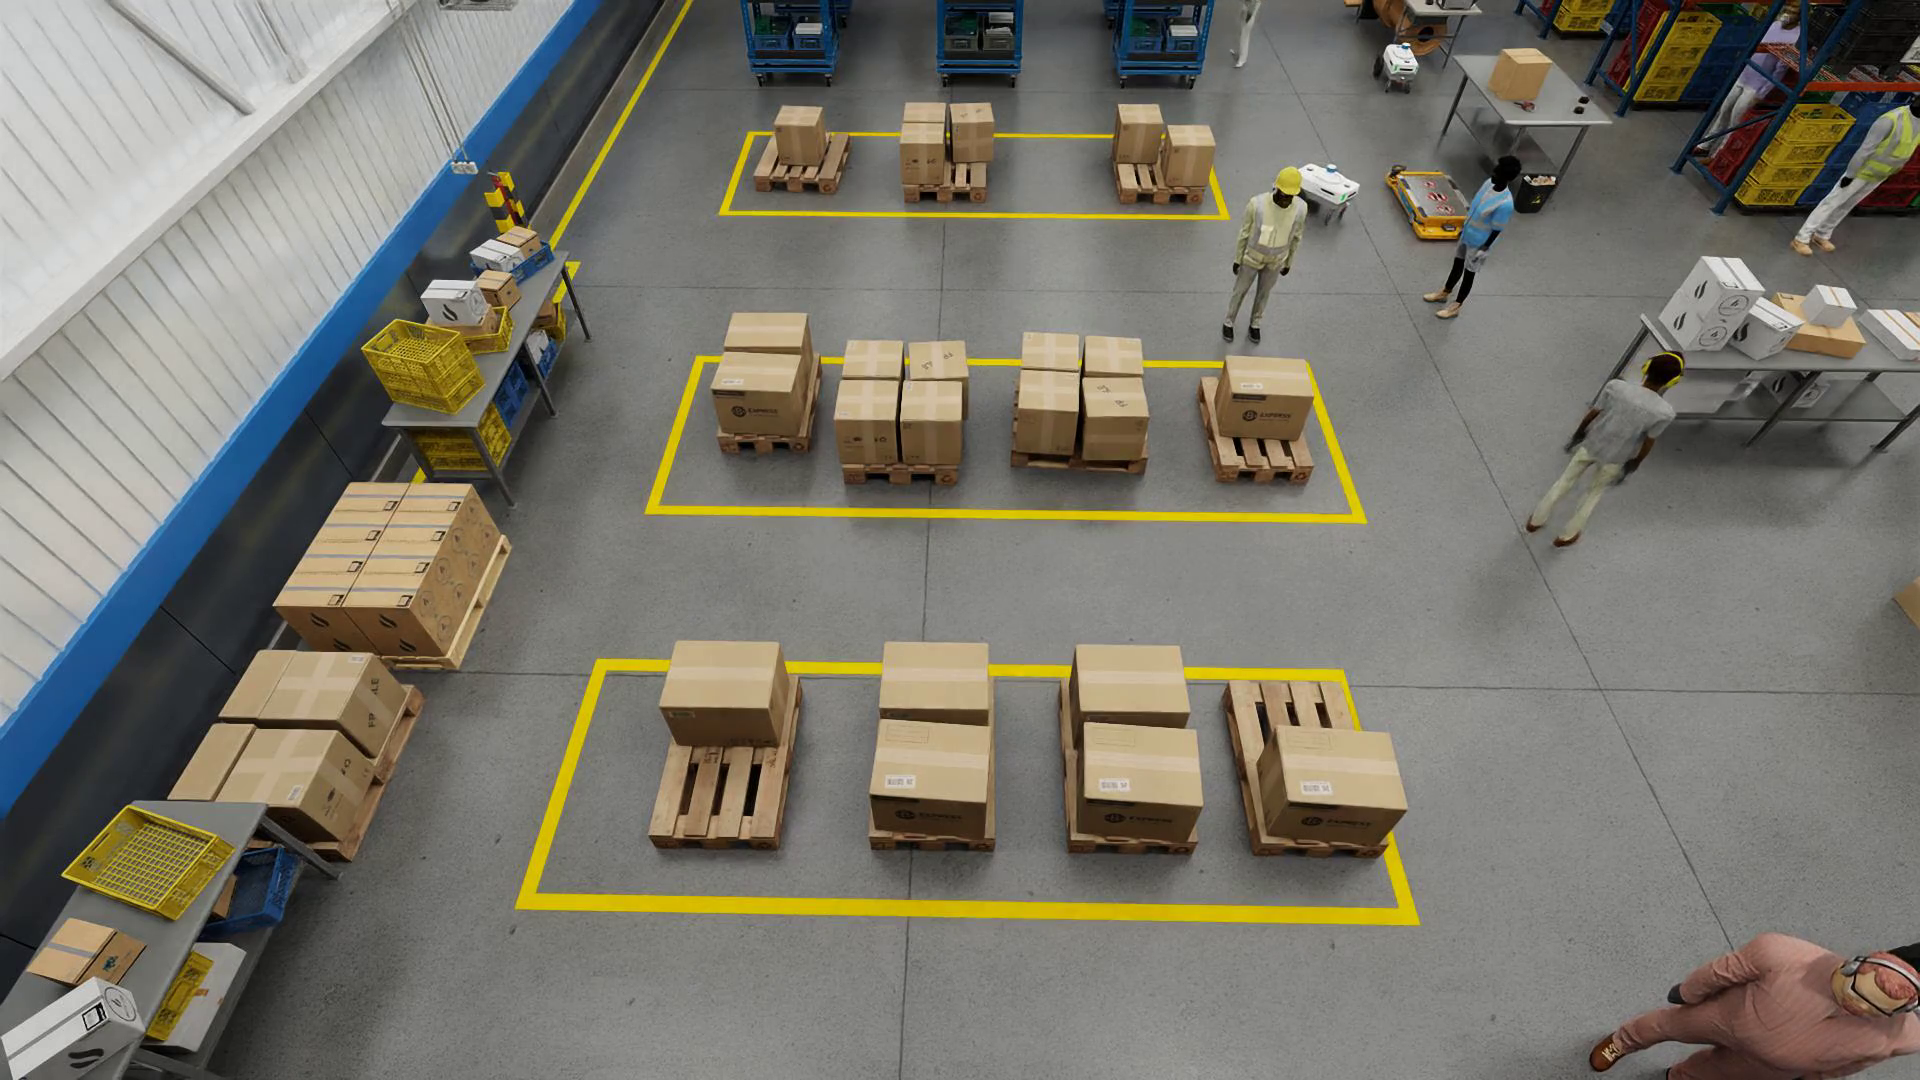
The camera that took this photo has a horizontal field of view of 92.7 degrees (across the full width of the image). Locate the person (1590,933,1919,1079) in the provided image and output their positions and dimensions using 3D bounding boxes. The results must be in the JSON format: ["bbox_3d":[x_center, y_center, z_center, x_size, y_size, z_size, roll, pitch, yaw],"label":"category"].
[{"bbox_3d":[3.798,2.368,4.392,0.653,1.906,0.405,35,57,26],"label":"person"}]

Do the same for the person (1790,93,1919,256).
[{"bbox_3d":[9.868,-3.984,9.937,0.622,1.838,0.430,-9,50,-8],"label":"person"}]

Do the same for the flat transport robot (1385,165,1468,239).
[{"bbox_3d":[5.692,-4.094,11.059,0.652,0.197,1.431,1,49,1],"label":"flat transport robot"}]

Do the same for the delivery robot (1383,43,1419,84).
[{"bbox_3d":[6.373,-6.919,13.258,0.477,0.478,0.707,4,49,4],"label":"delivery robot"}]

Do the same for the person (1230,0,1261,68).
[{"bbox_3d":[4.199,-7.836,13.417,0.370,1.605,0.666,-8,50,-6],"label":"person"}]

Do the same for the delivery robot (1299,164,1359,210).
[{"bbox_3d":[4.365,-4.226,10.927,0.477,0.478,0.707,-34,57,-26],"label":"delivery robot"}]

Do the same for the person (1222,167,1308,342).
[{"bbox_3d":[2.947,-2.735,8.865,0.595,1.827,0.403,2,49,2],"label":"person"}]

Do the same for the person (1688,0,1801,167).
[{"bbox_3d":[9.722,-5.578,11.260,0.411,1.938,0.664,2,49,2],"label":"person"}]

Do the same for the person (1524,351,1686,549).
[{"bbox_3d":[4.951,-0.672,7.047,0.311,1.868,0.531,-35,57,-26],"label":"person"}]

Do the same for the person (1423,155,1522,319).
[{"bbox_3d":[5.170,-3.024,9.194,0.321,1.697,0.529,-2,49,-2],"label":"person"}]
